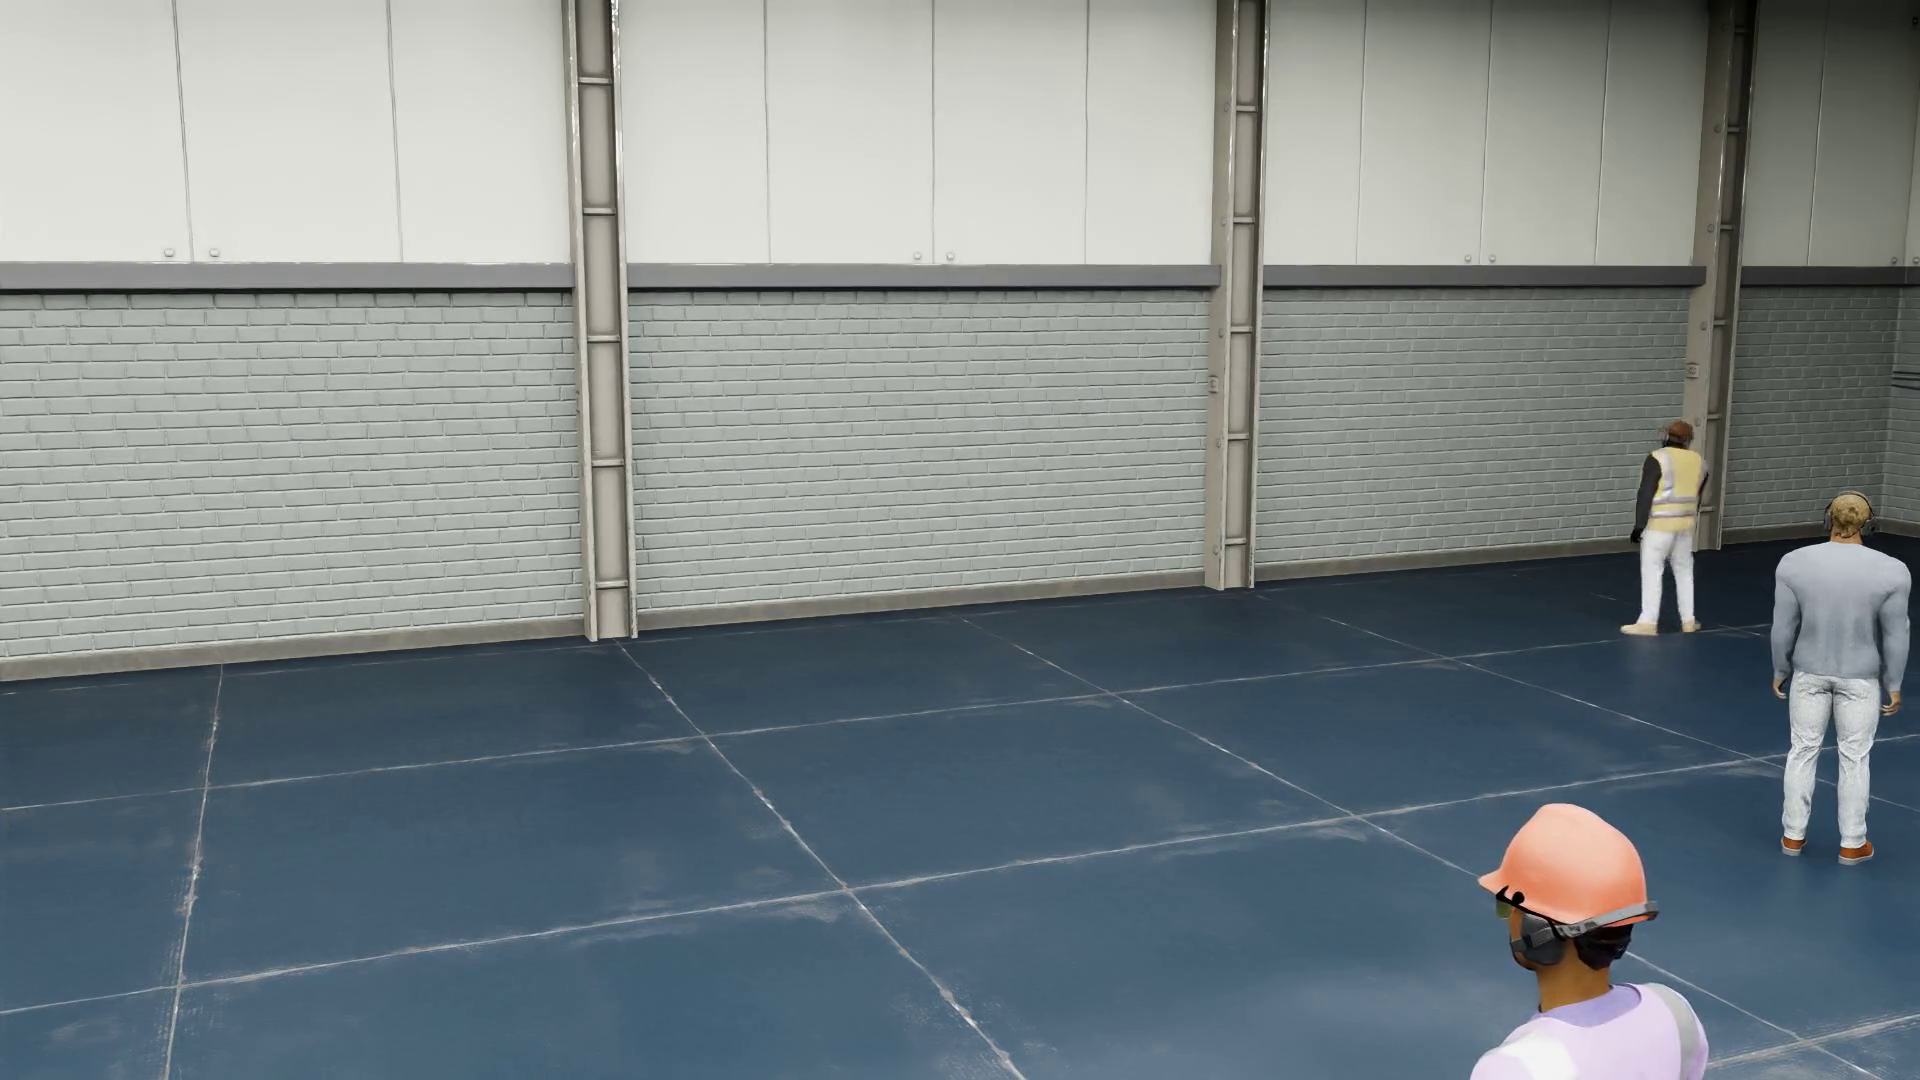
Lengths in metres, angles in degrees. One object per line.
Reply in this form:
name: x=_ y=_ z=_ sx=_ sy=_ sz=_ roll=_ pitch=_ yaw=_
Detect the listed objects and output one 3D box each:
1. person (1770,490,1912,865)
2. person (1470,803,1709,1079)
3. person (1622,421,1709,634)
person: x=4.531 y=0.707 z=8.596 sx=0.636 sy=1.939 sz=0.363 roll=7 pitch=11 yaw=36
person: x=1.139 y=1.509 z=3.228 sx=0.605 sy=2.045 sz=0.377 roll=-7 pitch=11 yaw=-36
person: x=5.996 y=-0.095 z=14.081 sx=0.715 sy=1.812 sz=0.432 roll=-4 pitch=10 yaw=-22
